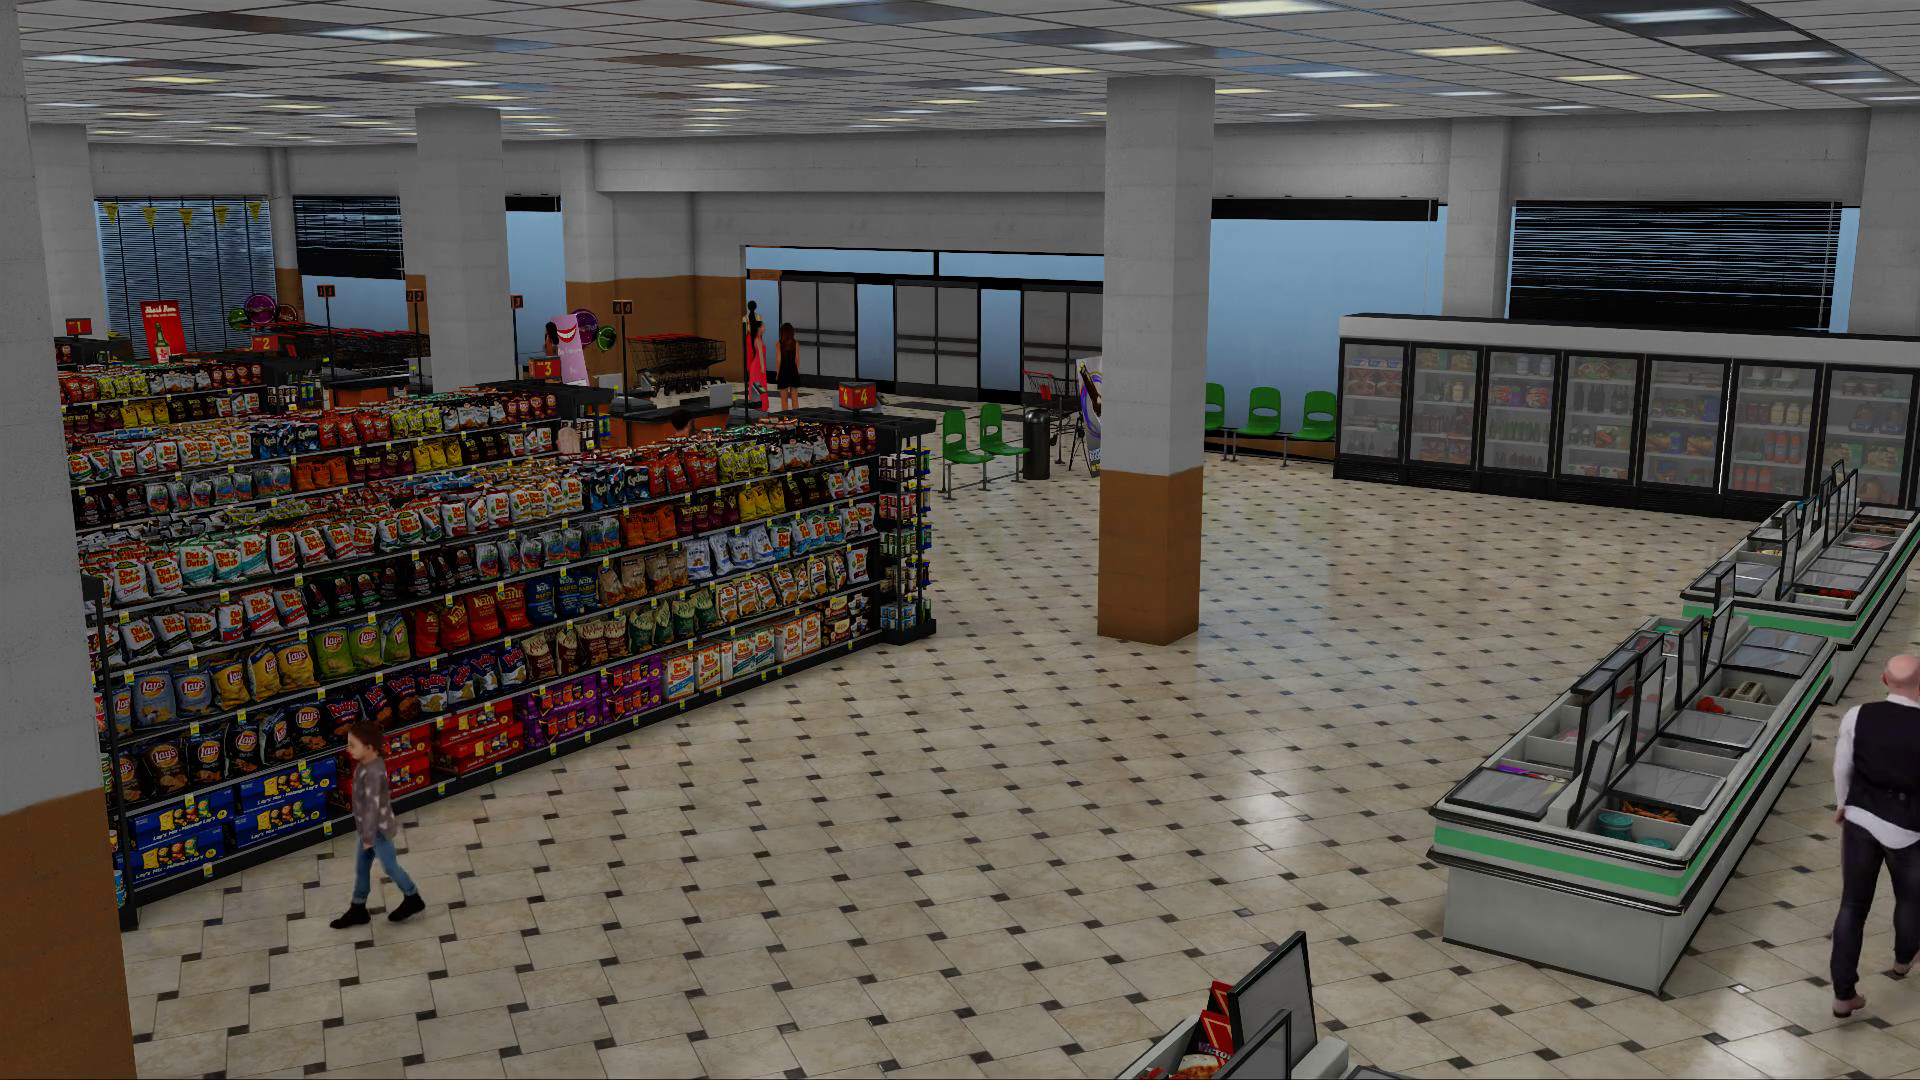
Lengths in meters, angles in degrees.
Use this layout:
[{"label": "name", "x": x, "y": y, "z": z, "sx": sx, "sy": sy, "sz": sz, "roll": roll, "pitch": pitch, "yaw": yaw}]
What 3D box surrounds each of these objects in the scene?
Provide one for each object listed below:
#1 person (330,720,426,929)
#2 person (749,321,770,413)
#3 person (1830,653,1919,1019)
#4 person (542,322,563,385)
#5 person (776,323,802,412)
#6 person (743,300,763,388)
[{"label": "person", "x": -3.187, "y": 1.570, "z": 9.216, "sx": 0.803, "sy": 1.179, "sz": 0.665, "roll": -7, "pitch": 14, "yaw": -29}, {"label": "person", "x": -3.637, "y": -3.104, "z": 30.088, "sx": 0.747, "sy": 1.725, "sz": 0.711, "roll": -4, "pitch": 13, "yaw": -19}, {"label": "person", "x": 4.507, "y": 1.493, "z": 8.173, "sx": 0.826, "sy": 1.759, "sz": 1.282, "roll": 11, "pitch": 16, "yaw": 42}, {"label": "person", "x": -7.542, "y": -3.217, "z": 30.818, "sx": 0.784, "sy": 1.645, "sz": 0.642, "roll": 1, "pitch": 12, "yaw": 7}, {"label": "person", "x": -2.920, "y": -2.765, "z": 28.217, "sx": 0.630, "sy": 1.834, "sz": 0.726, "roll": -5, "pitch": 13, "yaw": -21}, {"label": "person", "x": -4.295, "y": -4.077, "z": 34.543, "sx": 0.632, "sy": 1.793, "sz": 0.736, "roll": -5, "pitch": 13, "yaw": -23}]
